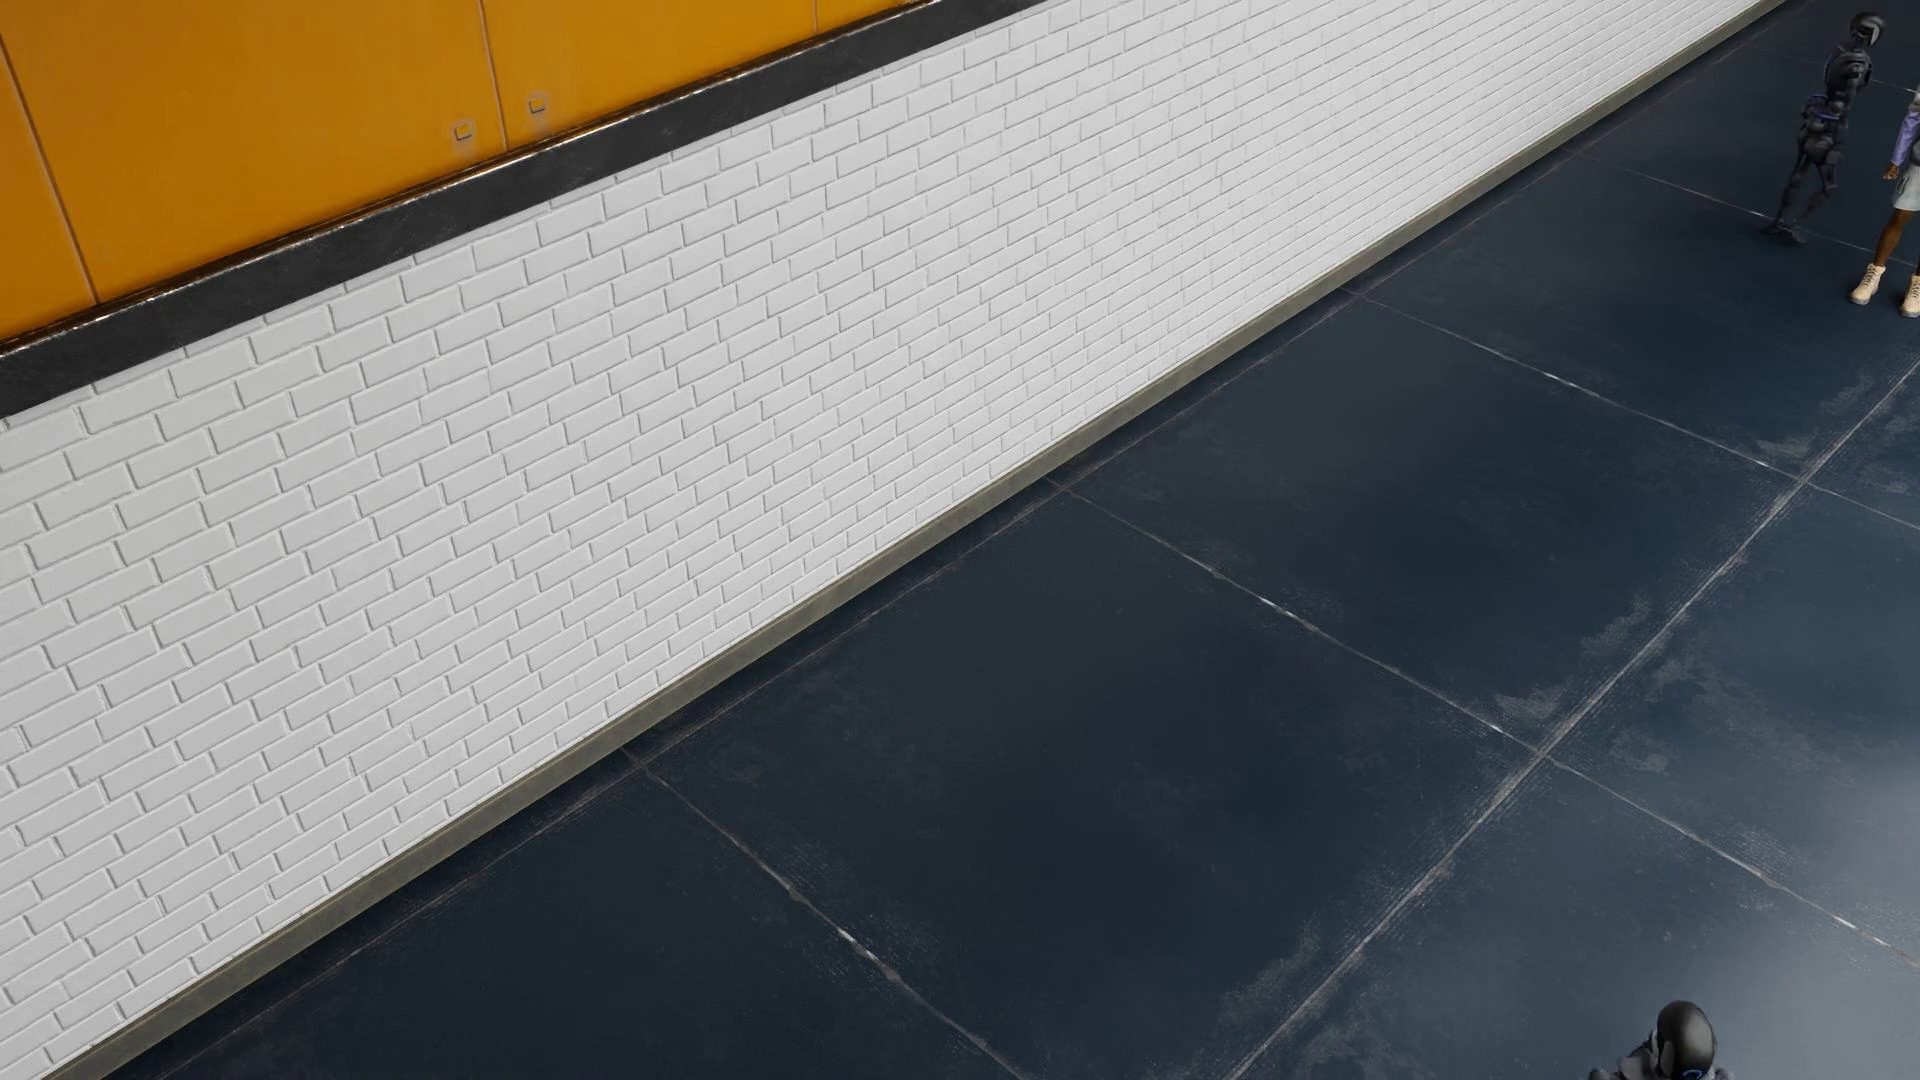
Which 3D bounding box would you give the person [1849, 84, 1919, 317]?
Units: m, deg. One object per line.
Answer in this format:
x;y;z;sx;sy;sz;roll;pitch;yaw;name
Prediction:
6.190;-2.369;10.463;0.613;2.041;0.372;22;44;25;person

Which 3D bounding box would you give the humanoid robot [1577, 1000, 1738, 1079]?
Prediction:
2.072;1.996;5.286;0.584;1.651;0.392;-1;39;-2;humanoid robot

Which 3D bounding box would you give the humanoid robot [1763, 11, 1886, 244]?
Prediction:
5.878;-2.791;11.281;0.331;1.648;0.592;8;39;9;humanoid robot
